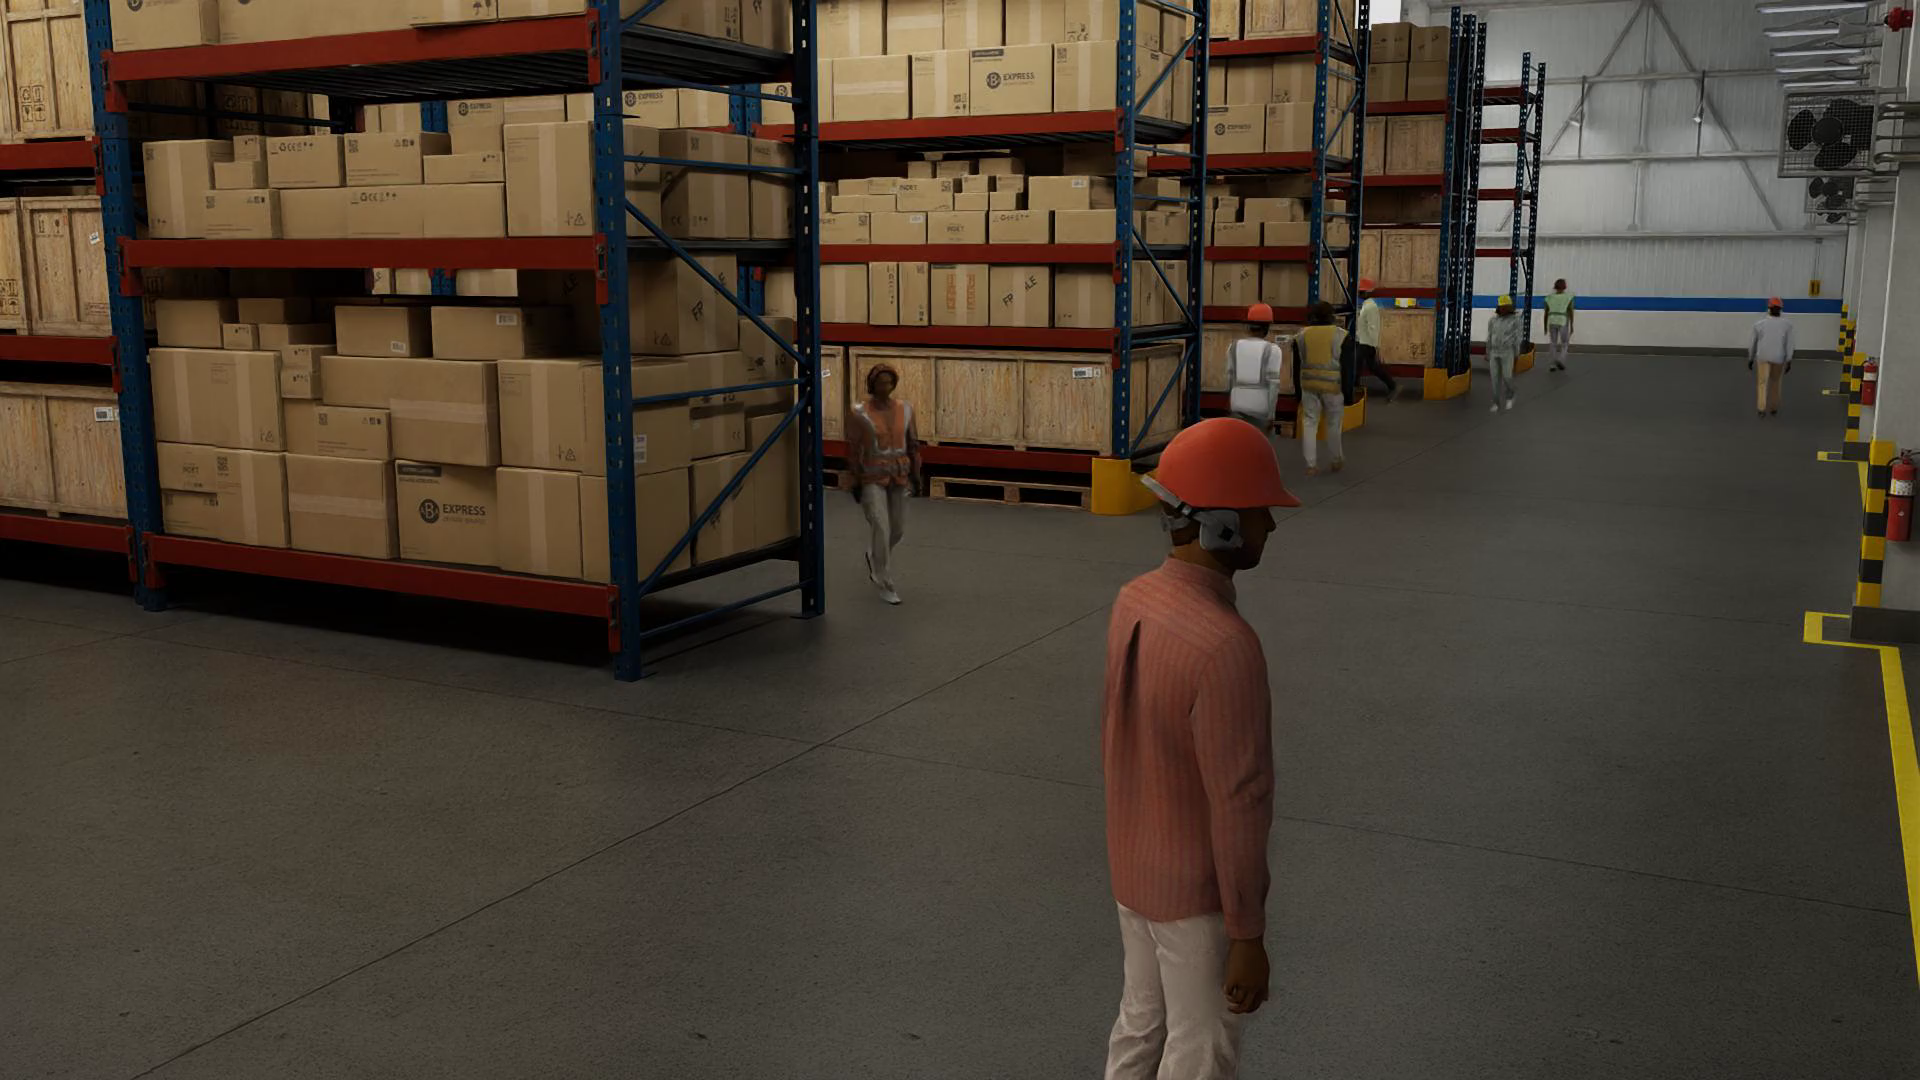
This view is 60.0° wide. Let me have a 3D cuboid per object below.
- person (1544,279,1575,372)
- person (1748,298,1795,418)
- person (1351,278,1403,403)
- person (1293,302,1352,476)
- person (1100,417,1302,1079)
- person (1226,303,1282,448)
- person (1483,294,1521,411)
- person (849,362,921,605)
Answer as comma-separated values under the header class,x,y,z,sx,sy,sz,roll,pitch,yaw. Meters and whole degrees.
class,x,y,z,sx,sy,sz,roll,pitch,yaw
person,11.827,-4.236,32.815,0.591,1.823,0.583,6,12,33
person,11.534,-2.592,23.674,0.577,1.701,0.939,5,11,28
person,6.378,-3.072,25.721,0.936,1.959,0.623,2,10,12
person,3.869,-1.606,17.632,0.660,1.807,0.873,5,11,27
person,0.511,0.730,3.583,0.396,1.992,0.623,-3,10,-17
person,2.676,-1.205,15.135,0.558,1.880,1.016,6,11,31
person,7.968,-2.741,24.466,0.491,1.732,0.366,8,12,37
person,-0.525,-0.411,11.305,0.518,1.612,0.716,-6,11,-29
